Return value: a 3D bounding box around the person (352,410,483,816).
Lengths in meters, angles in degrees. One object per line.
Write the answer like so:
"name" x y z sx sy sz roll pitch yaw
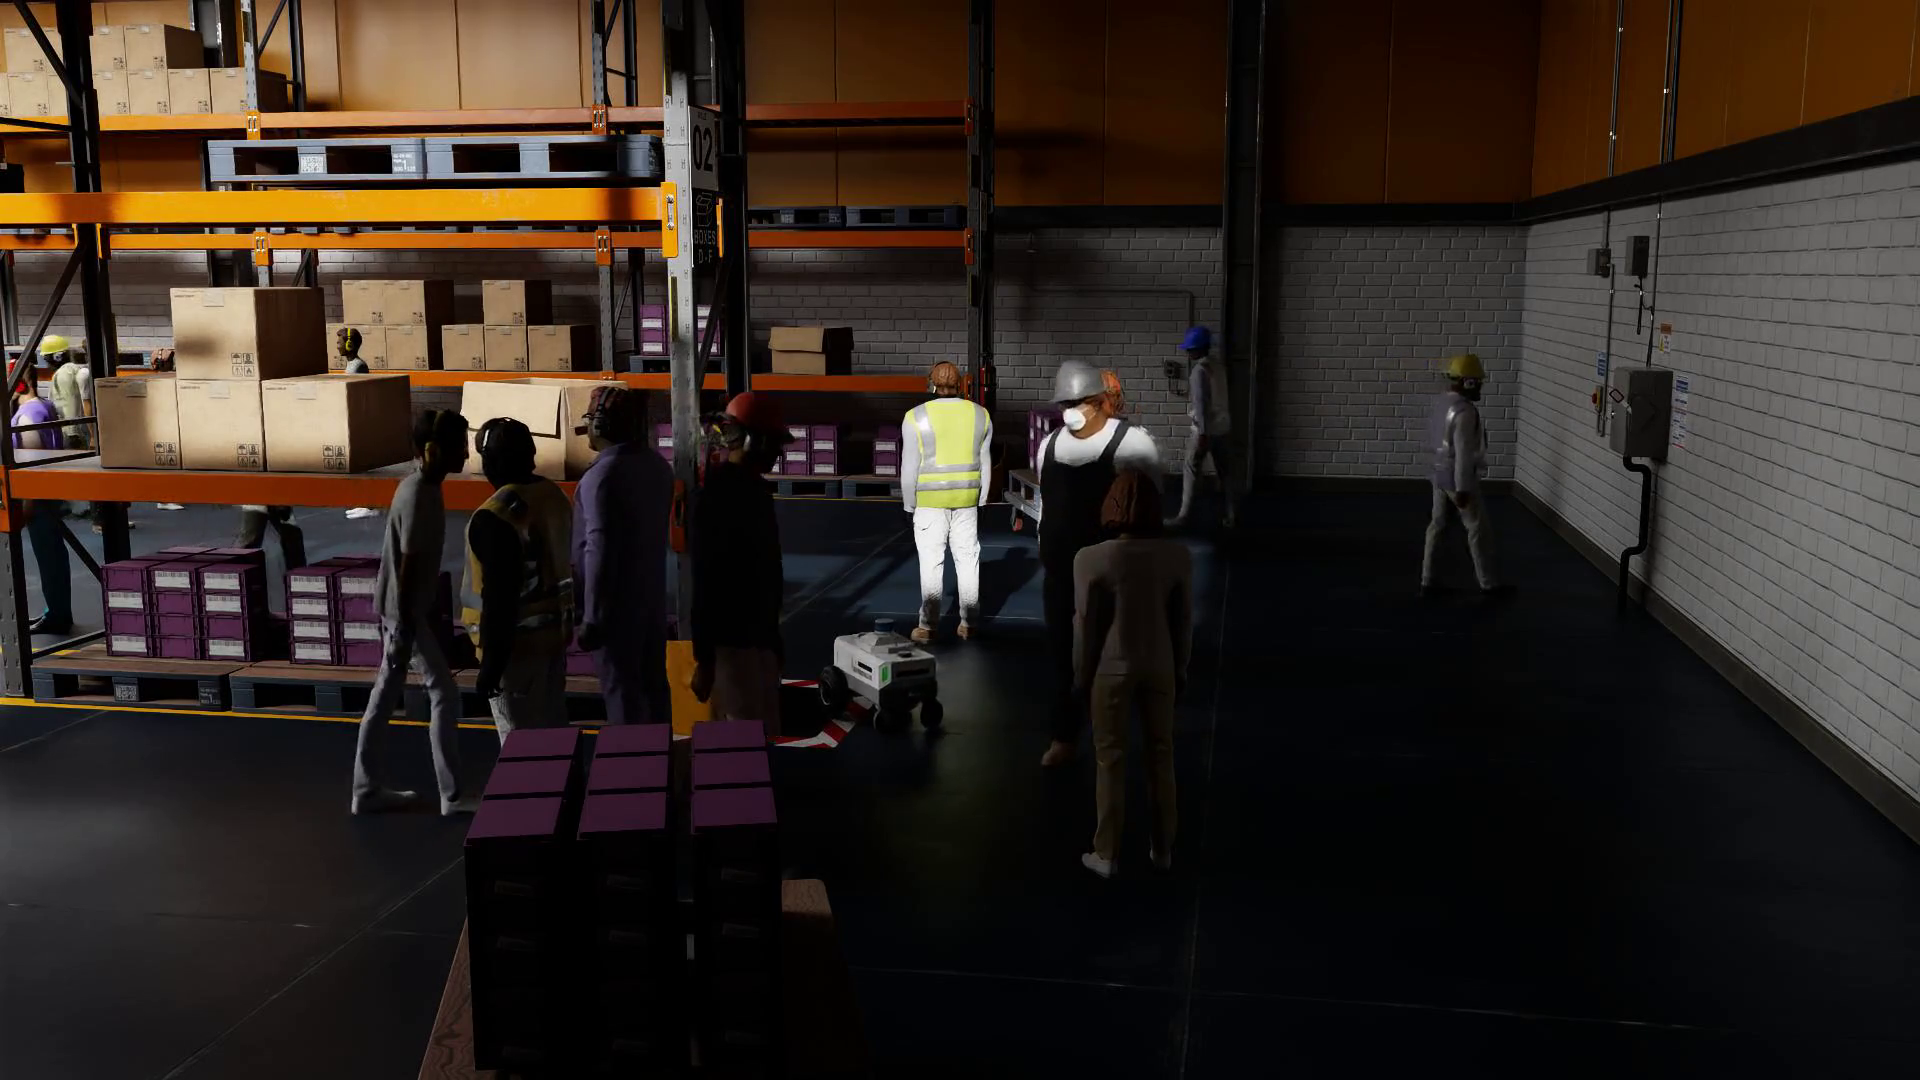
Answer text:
"person" -2.393 0.342 7.311 0.678 1.813 0.510 -3 10 -18

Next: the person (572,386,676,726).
"person" -1.523 0.270 7.423 0.403 1.910 0.637 3 10 18

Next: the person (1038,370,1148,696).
"person" 0.758 -0.024 9.361 0.647 1.867 0.411 0 9 1

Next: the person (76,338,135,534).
"person" -7.916 -0.981 15.376 0.345 1.847 0.508 -1 9 -5

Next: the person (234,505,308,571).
"person" -4.720 -0.356 11.410 0.931 1.872 0.609 -3 10 -16

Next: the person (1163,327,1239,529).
"person" 2.323 -1.038 15.602 0.670 1.906 0.640 7 11 35

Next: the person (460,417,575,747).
"person" -1.767 0.428 6.656 0.430 1.841 0.623 2 9 10

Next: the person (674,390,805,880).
"person" -0.947 0.380 6.593 0.689 1.956 0.650 2 9 11

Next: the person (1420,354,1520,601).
"person" 3.772 -0.448 12.185 0.762 1.803 0.624 -1 9 -4

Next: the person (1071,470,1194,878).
"person" 0.681 0.535 6.625 0.500 1.633 0.279 -2 9 -12

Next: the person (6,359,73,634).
"person" -6.145 -0.292 11.124 0.392 1.837 0.563 -3 10 -18

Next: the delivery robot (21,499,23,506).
"delivery robot" -9.278 -0.455 15.815 0.707 0.478 0.477 1 9 5

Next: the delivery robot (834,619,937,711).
"delivery robot" -0.401 0.664 8.873 0.477 0.478 0.707 -4 10 -26

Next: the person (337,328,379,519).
"person" -5.905 -1.136 16.292 0.309 1.859 0.535 -3 10 -19

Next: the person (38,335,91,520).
"person" -8.679 -1.073 16.065 0.658 1.801 0.629 -3 10 -16

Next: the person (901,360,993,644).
"person" -0.101 -0.242 10.806 0.627 1.844 0.429 -4 10 -21

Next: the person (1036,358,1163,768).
"person" 0.694 0.070 8.253 0.687 2.000 0.806 5 11 31

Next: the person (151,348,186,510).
"person" -8.068 -1.123 16.892 0.311 1.638 0.522 -3 10 -21
